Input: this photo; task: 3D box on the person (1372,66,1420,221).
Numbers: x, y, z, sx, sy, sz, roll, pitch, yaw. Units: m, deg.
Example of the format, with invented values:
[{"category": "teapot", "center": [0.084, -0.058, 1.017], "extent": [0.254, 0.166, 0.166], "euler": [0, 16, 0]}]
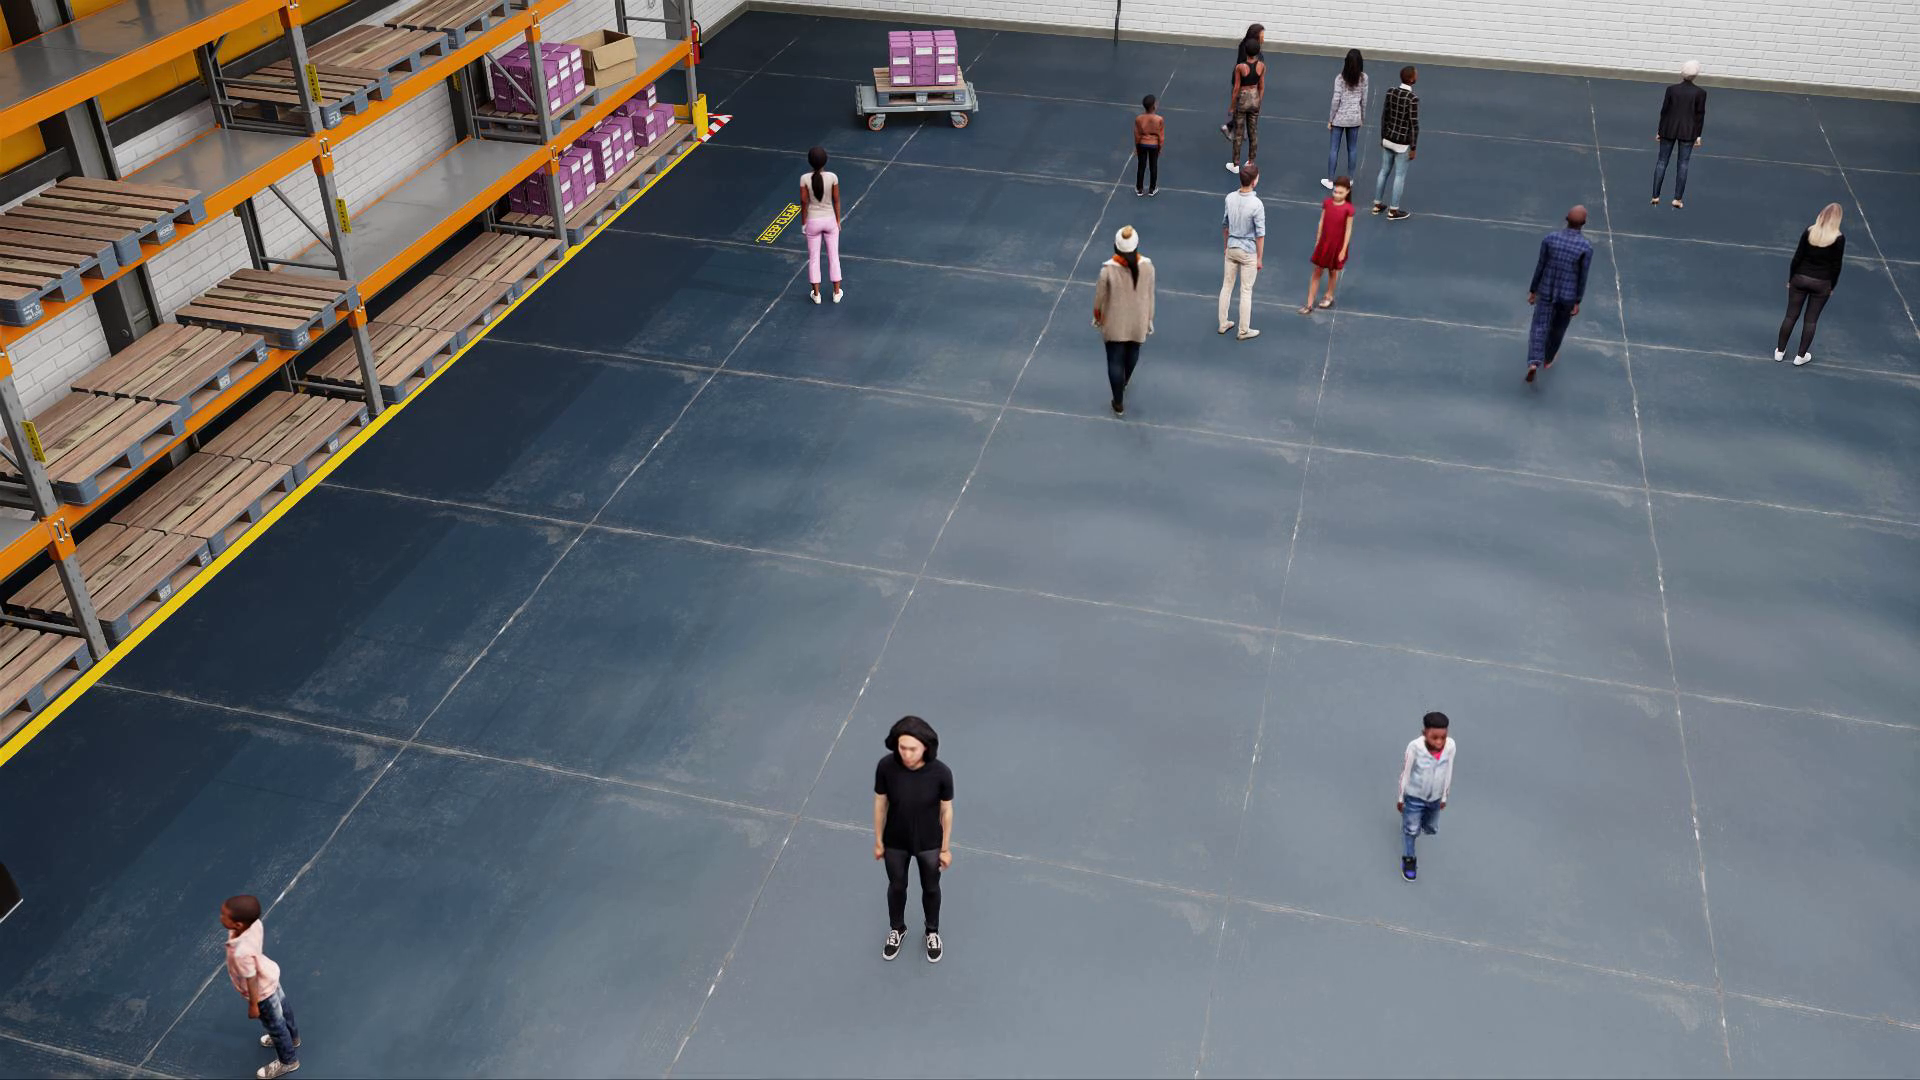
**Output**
[{"category": "person", "center": [5.190, -4.729, 19.762], "extent": [0.782, 1.820, 0.748], "euler": [-22, 39, -29]}]

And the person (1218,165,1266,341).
[{"category": "person", "center": [2.894, -2.963, 17.080], "extent": [0.731, 1.847, 0.729], "euler": [28, 43, 36]}]

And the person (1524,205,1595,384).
[{"category": "person", "center": [5.826, -2.384, 16.258], "extent": [0.779, 1.794, 1.099], "euler": [15, 36, 21]}]

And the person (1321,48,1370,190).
[{"category": "person", "center": [4.775, -5.212, 20.568], "extent": [0.686, 1.732, 0.655], "euler": [-4, 34, -7]}]

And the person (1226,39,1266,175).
[{"category": "person", "center": [3.620, -5.492, 21.018], "extent": [0.662, 1.700, 0.669], "euler": [-8, 34, -11]}]

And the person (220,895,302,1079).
[{"category": "person", "center": [-3.936, 2.487, 9.369], "extent": [0.645, 1.306, 0.553], "euler": [-7, 34, -11]}]

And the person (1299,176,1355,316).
[{"category": "person", "center": [3.997, -3.178, 17.695], "extent": [0.695, 1.525, 0.936], "euler": [19, 38, 26]}]

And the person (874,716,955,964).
[{"category": "person", "center": [-0.275, 1.768, 9.973], "extent": [0.666, 1.836, 0.588], "euler": [3, 34, 5]}]

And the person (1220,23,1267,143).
[{"category": "person", "center": [3.682, -5.954, 21.804], "extent": [0.930, 1.599, 0.886], "euler": [-13, 36, -19]}]

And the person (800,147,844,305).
[{"category": "person", "center": [-1.486, -3.374, 17.795], "extent": [0.642, 1.741, 0.631], "euler": [-4, 34, -6]}]

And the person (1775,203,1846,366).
[{"category": "person", "center": [8.501, -2.558, 16.616], "extent": [0.680, 1.686, 0.668], "euler": [24, 40, 32]}]

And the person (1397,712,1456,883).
[{"category": "person", "center": [2.994, 1.591, 10.772], "extent": [0.583, 1.247, 0.779], "euler": [1, 34, 1]}]

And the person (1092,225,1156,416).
[{"category": "person", "center": [1.563, -2.048, 15.693], "extent": [0.955, 1.859, 1.150], "euler": [-4, 34, -5]}]

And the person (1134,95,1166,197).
[{"category": "person", "center": [2.314, -4.854, 20.460], "extent": [0.543, 1.256, 0.501], "euler": [5, 34, 7]}]

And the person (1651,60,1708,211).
[{"category": "person", "center": [8.445, -4.738, 19.437], "extent": [0.813, 1.780, 0.695], "euler": [20, 38, 27]}]
